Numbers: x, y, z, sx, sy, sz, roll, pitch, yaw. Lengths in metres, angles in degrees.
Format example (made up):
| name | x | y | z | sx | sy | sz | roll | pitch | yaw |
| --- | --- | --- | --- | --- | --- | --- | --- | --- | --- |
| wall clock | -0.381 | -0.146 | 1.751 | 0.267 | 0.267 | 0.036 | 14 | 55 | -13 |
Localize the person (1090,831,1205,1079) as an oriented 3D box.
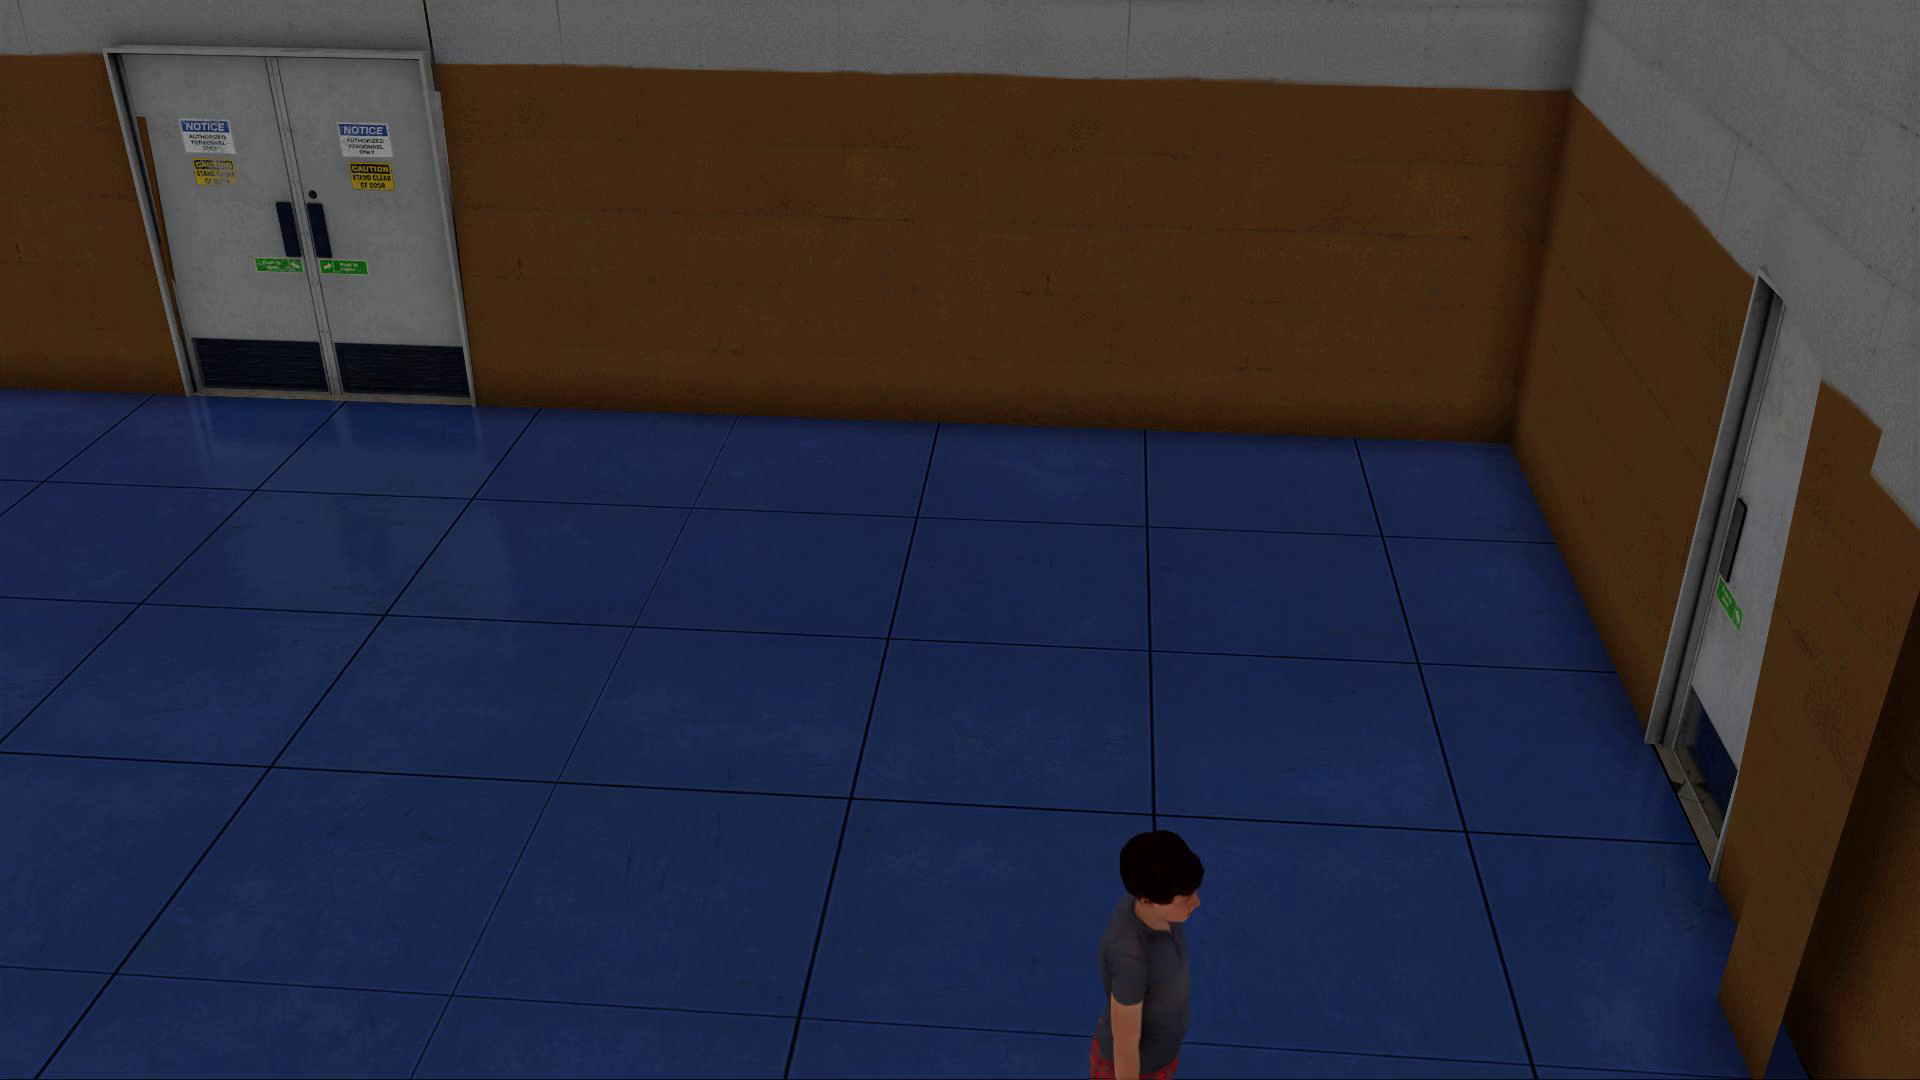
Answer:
| name | x | y | z | sx | sy | sz | roll | pitch | yaw |
| --- | --- | --- | --- | --- | --- | --- | --- | --- | --- |
| person | 0.517 | 1.521 | 4.911 | 0.711 | 1.649 | 0.558 | 10 | 30 | 18 |
